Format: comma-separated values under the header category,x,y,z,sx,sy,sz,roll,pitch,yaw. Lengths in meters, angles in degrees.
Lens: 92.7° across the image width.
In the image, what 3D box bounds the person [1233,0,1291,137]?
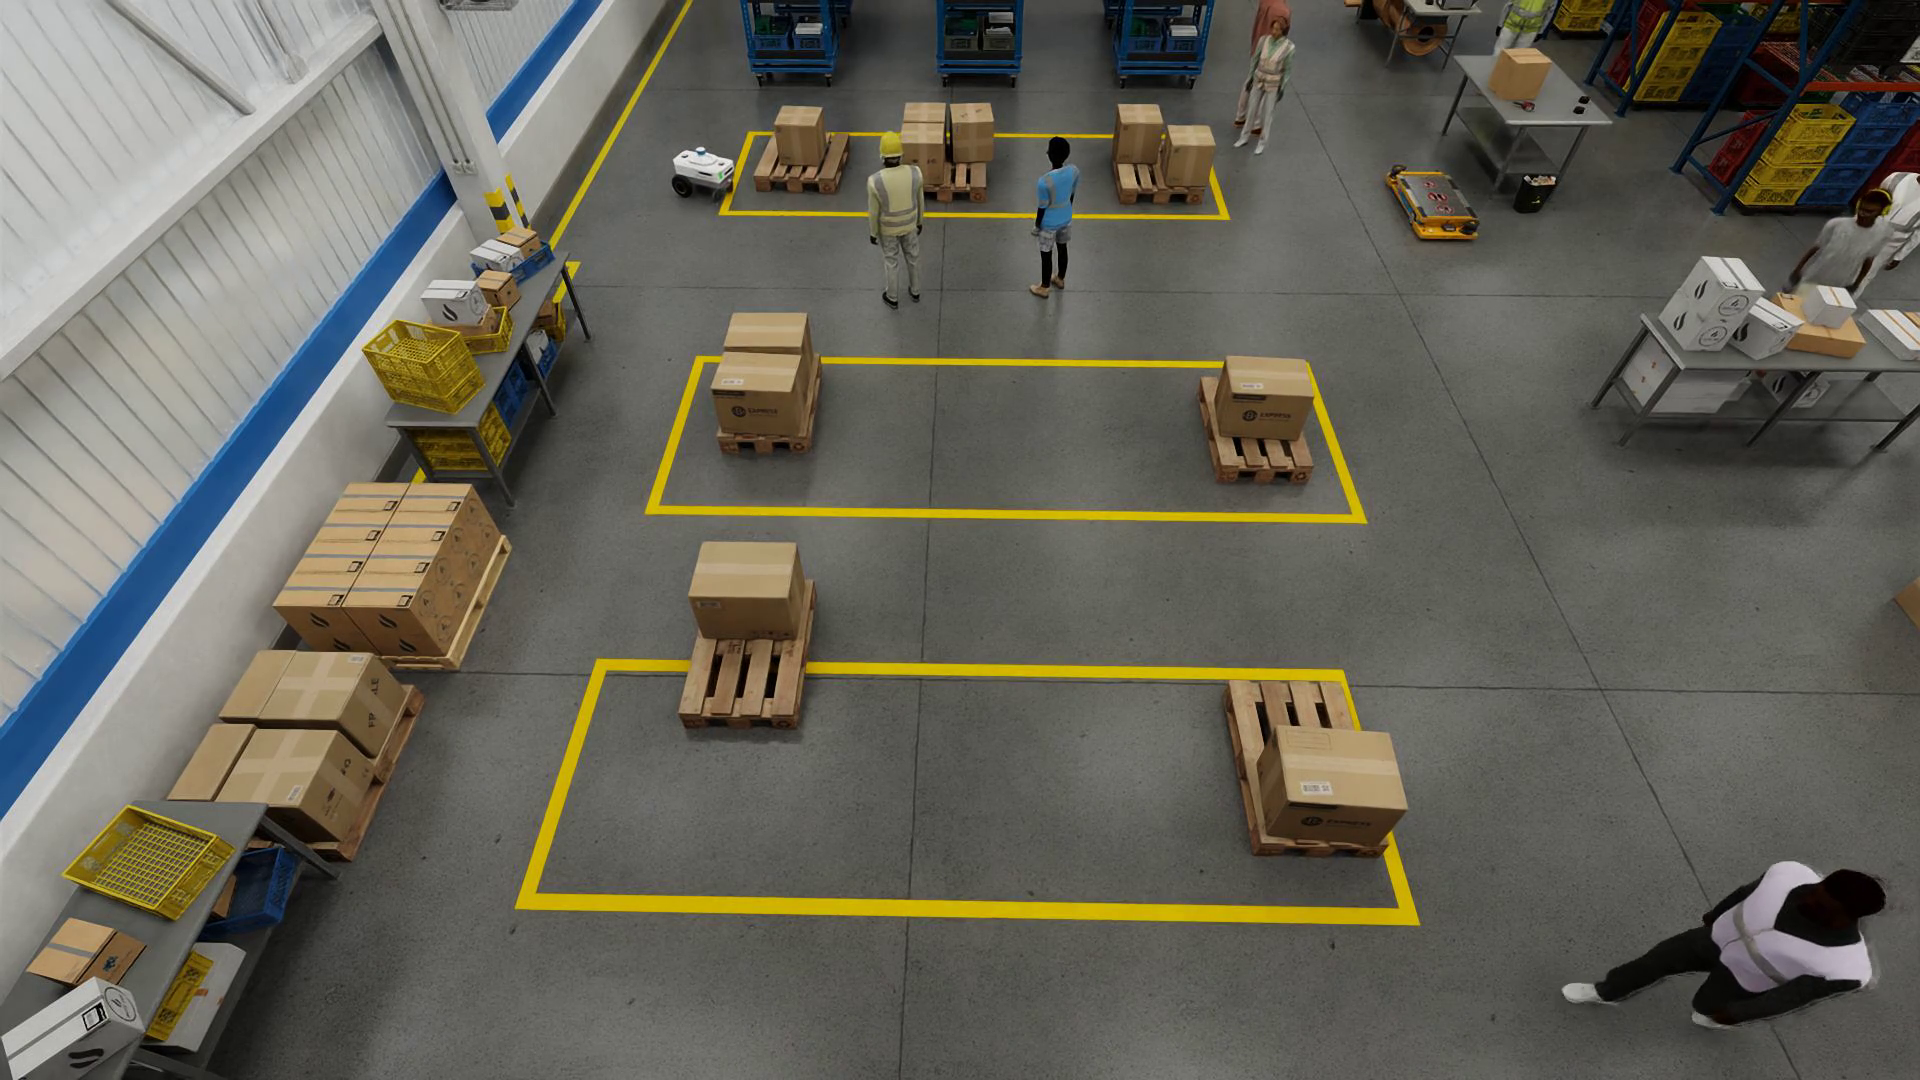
category,x,y,z,sx,sy,sz,roll,pitch,yaw
person,3.965,-6.274,11.814,0.396,1.993,0.617,-15,51,-13

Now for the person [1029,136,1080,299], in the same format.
category,x,y,z,sx,sy,sz,roll,pitch,yaw
person,0.961,-3.296,9.430,0.532,1.697,0.320,-32,56,-25

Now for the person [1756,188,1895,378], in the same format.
category,x,y,z,sx,sy,sz,roll,pitch,yaw
person,8.095,-2.440,8.601,0.561,1.829,0.720,24,53,19

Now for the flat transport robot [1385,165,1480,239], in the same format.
category,x,y,z,sx,sy,sz,roll,pitch,yaw
flat transport robot,5.692,-4.094,11.059,0.652,0.197,1.431,1,49,1

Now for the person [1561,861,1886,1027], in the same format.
category,x,y,z,sx,sy,sz,roll,pitch,yaw
person,3.978,2.109,4.626,0.845,1.887,0.586,-1,49,0

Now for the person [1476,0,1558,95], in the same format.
category,x,y,z,sx,sy,sz,roll,pitch,yaw
person,7.728,-7.068,12.611,0.629,1.837,0.431,20,52,16

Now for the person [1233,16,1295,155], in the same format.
category,x,y,z,sx,sy,sz,roll,pitch,yaw
person,3.872,-5.740,11.584,0.523,1.638,0.310,32,56,25

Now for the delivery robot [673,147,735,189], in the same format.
category,x,y,z,sx,sy,sz,roll,pitch,yaw
delivery robot,-3.121,-4.547,11.205,0.707,0.478,0.477,17,51,14

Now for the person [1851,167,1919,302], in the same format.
category,x,y,z,sx,sy,sz,roll,pitch,yaw
person,8.984,-2.923,8.992,0.342,1.877,0.579,-27,54,-22

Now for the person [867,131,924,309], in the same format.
category,x,y,z,sx,sy,sz,roll,pitch,yaw
person,-0.644,-3.198,9.256,0.586,1.835,0.404,-18,52,-15
